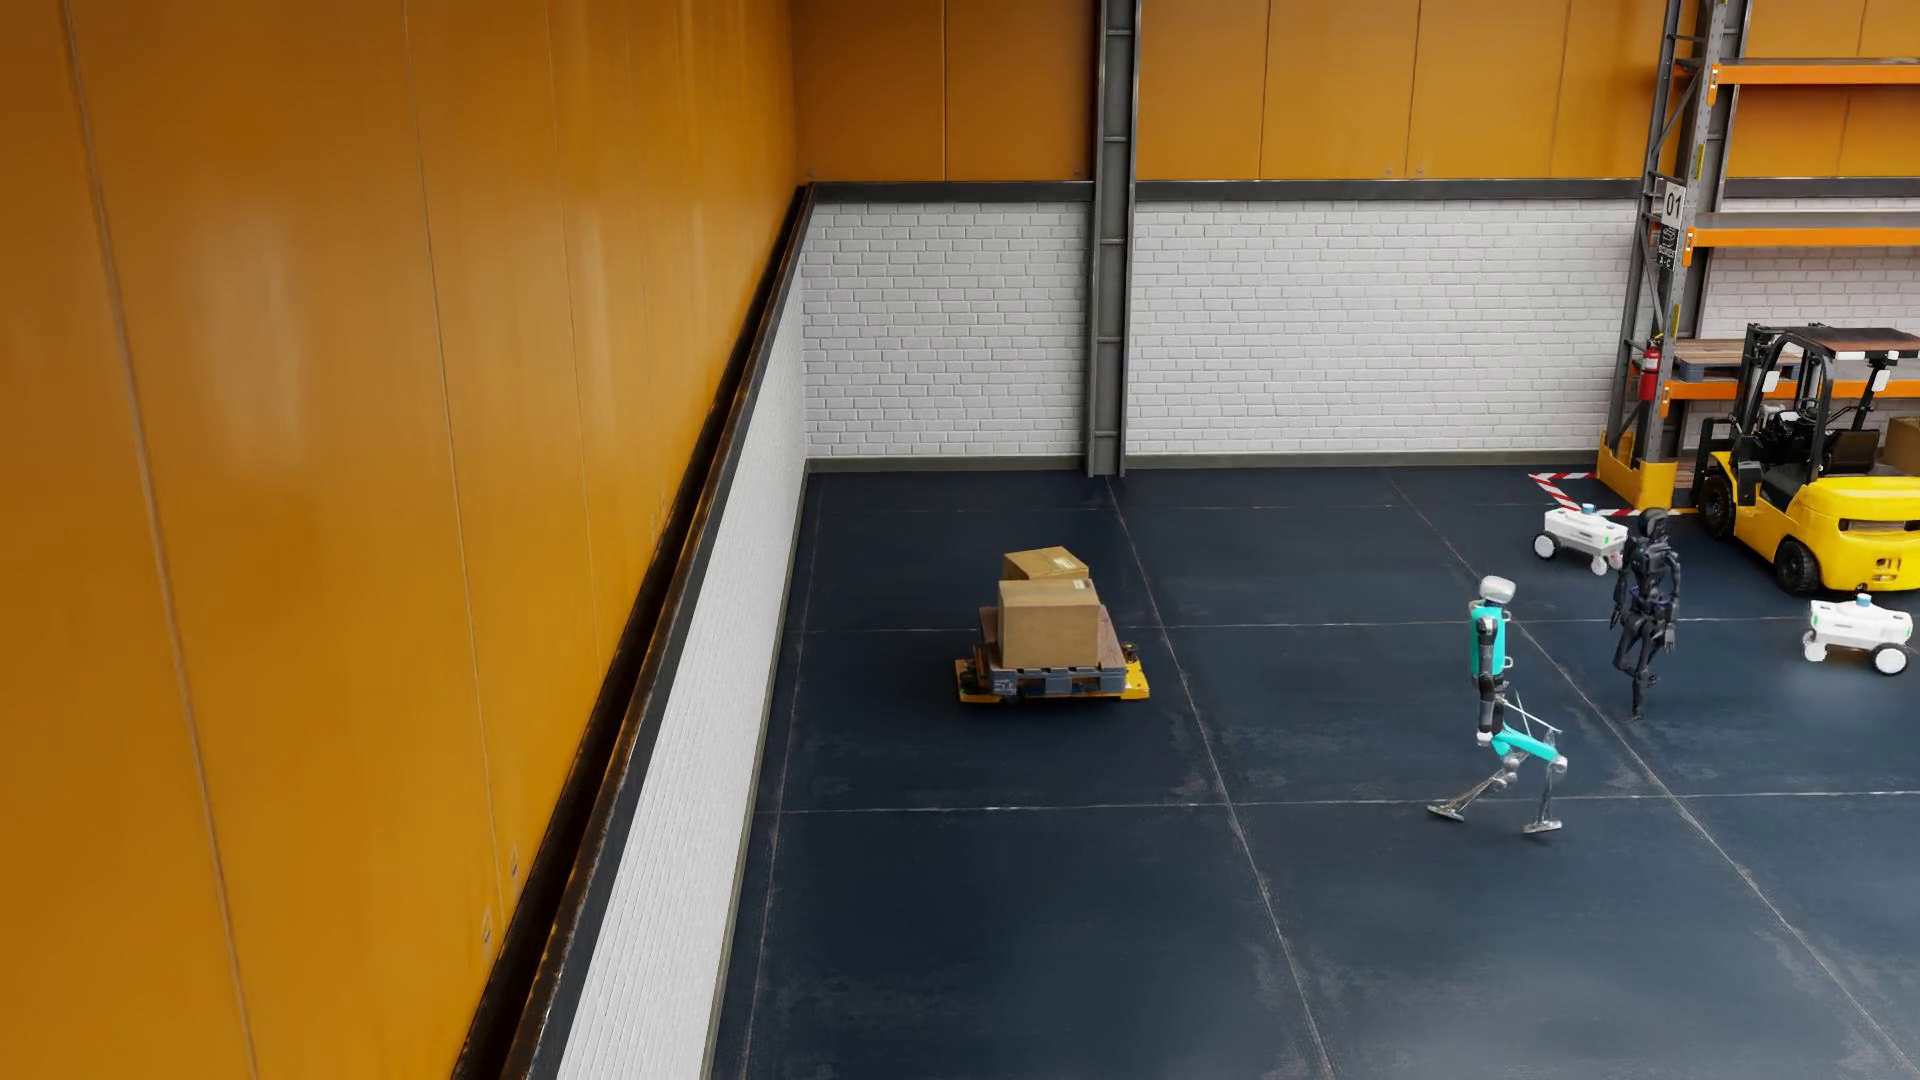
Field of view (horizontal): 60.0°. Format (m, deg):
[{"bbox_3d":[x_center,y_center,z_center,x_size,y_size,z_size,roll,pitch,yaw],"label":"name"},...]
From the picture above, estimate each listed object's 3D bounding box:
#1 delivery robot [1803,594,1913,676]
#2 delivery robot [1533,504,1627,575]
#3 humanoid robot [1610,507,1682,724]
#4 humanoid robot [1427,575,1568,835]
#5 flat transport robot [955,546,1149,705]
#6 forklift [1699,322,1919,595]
[{"bbox_3d":[7.122,0.707,13.177,0.738,0.563,0.499,8,22,21],"label":"delivery robot"},{"bbox_3d":[5.714,-0.041,15.229,0.499,0.580,0.757,-14,24,-33],"label":"delivery robot"},{"bbox_3d":[5.047,0.537,12.078,0.457,1.641,0.609,-9,22,-22],"label":"humanoid robot"},{"bbox_3d":[3.558,1.103,10.509,1.016,1.775,0.531,6,21,16],"label":"humanoid robot"},{"bbox_3d":[0.695,1.024,12.777,1.431,0.231,0.659,-1,20,-3],"label":"flat transport robot"},{"bbox_3d":[7.809,-0.792,14.926,1.214,2.155,2.313,-1,20,-2],"label":"forklift"}]
